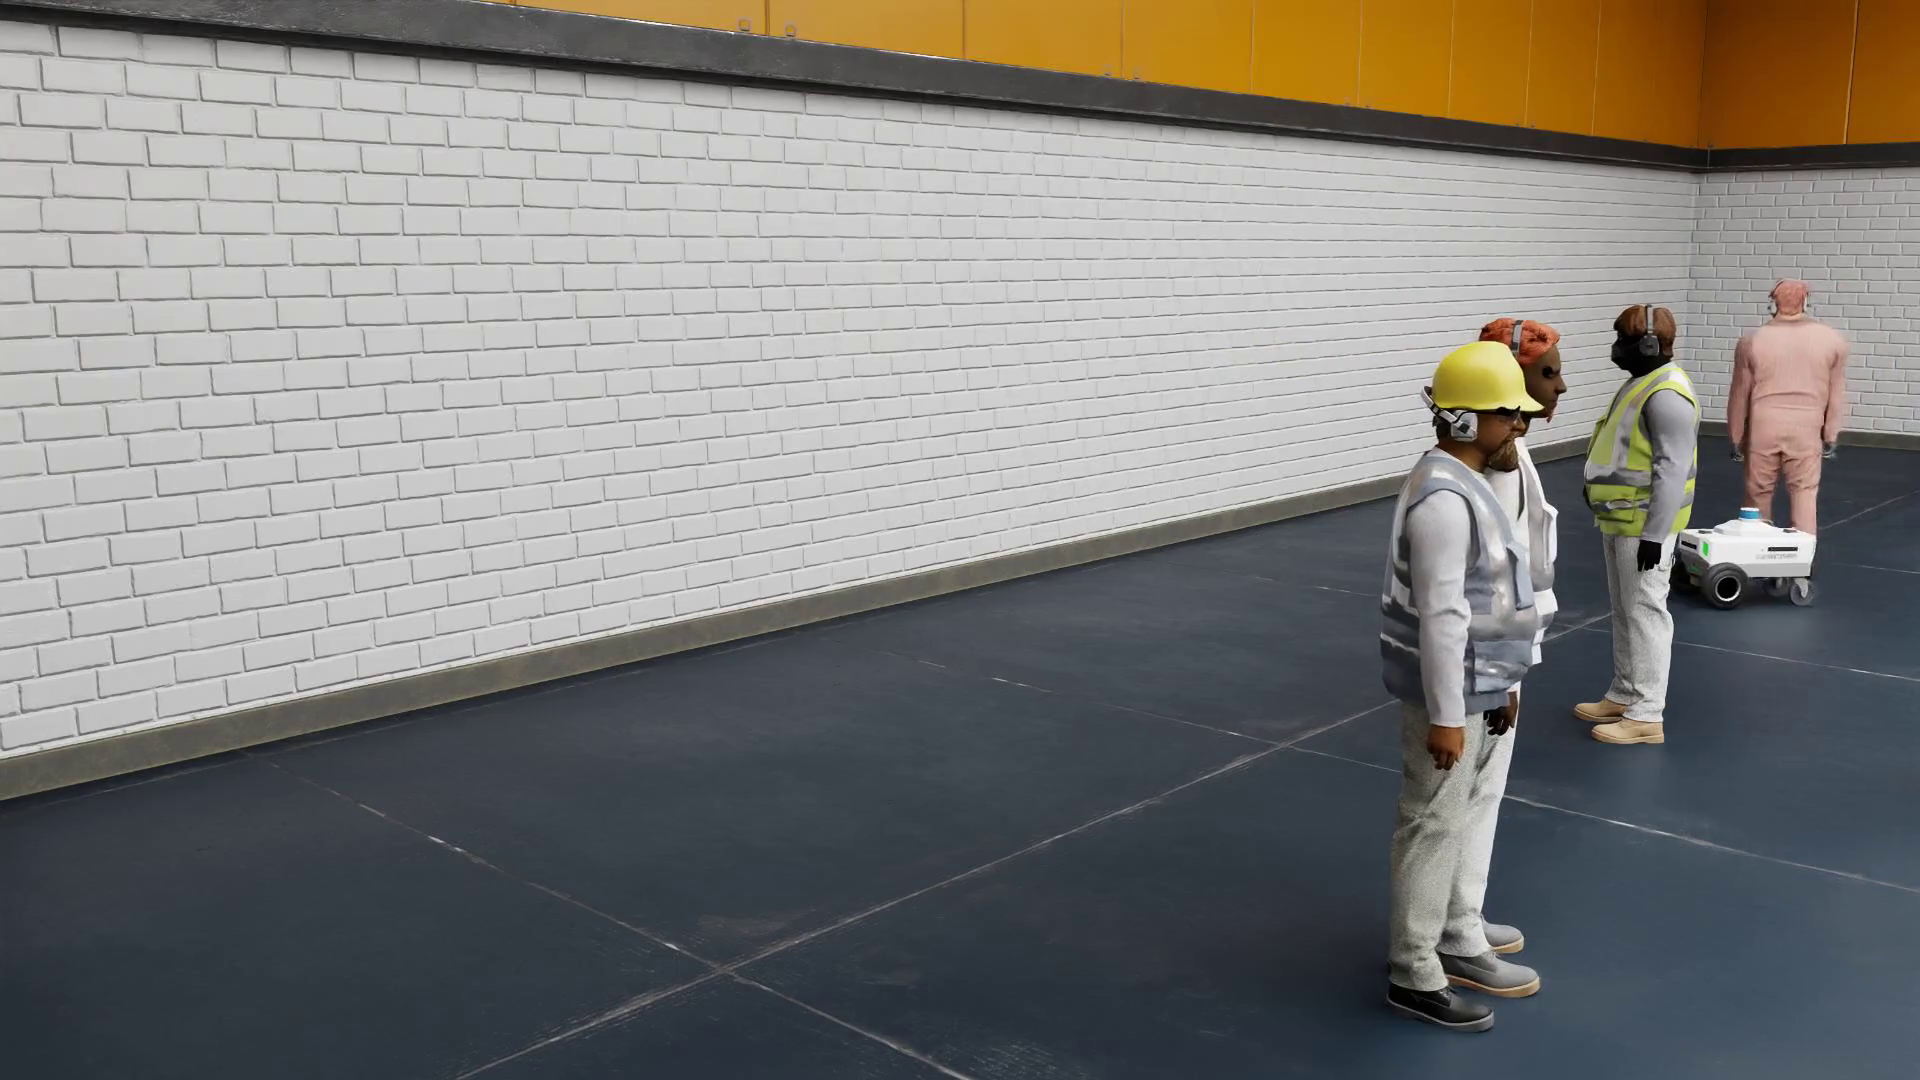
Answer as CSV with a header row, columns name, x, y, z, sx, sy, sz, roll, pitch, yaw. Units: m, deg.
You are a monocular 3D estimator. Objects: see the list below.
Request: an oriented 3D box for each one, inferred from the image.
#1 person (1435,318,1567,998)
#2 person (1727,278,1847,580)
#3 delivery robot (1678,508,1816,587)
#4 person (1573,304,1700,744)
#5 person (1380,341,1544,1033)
name,x,y,z,sx,sy,sz,roll,pitch,yaw
person,1.496,0.321,4.699,0.337,1.882,0.584,2,10,12
person,5.084,-0.665,10.278,0.661,1.890,0.640,3,10,17
delivery robot,4.603,0.055,9.730,0.707,0.478,0.477,-1,10,-4
person,2.850,-0.066,7.023,0.429,1.841,0.633,2,10,9
person,1.343,0.381,4.501,0.403,1.831,0.596,3,11,19
